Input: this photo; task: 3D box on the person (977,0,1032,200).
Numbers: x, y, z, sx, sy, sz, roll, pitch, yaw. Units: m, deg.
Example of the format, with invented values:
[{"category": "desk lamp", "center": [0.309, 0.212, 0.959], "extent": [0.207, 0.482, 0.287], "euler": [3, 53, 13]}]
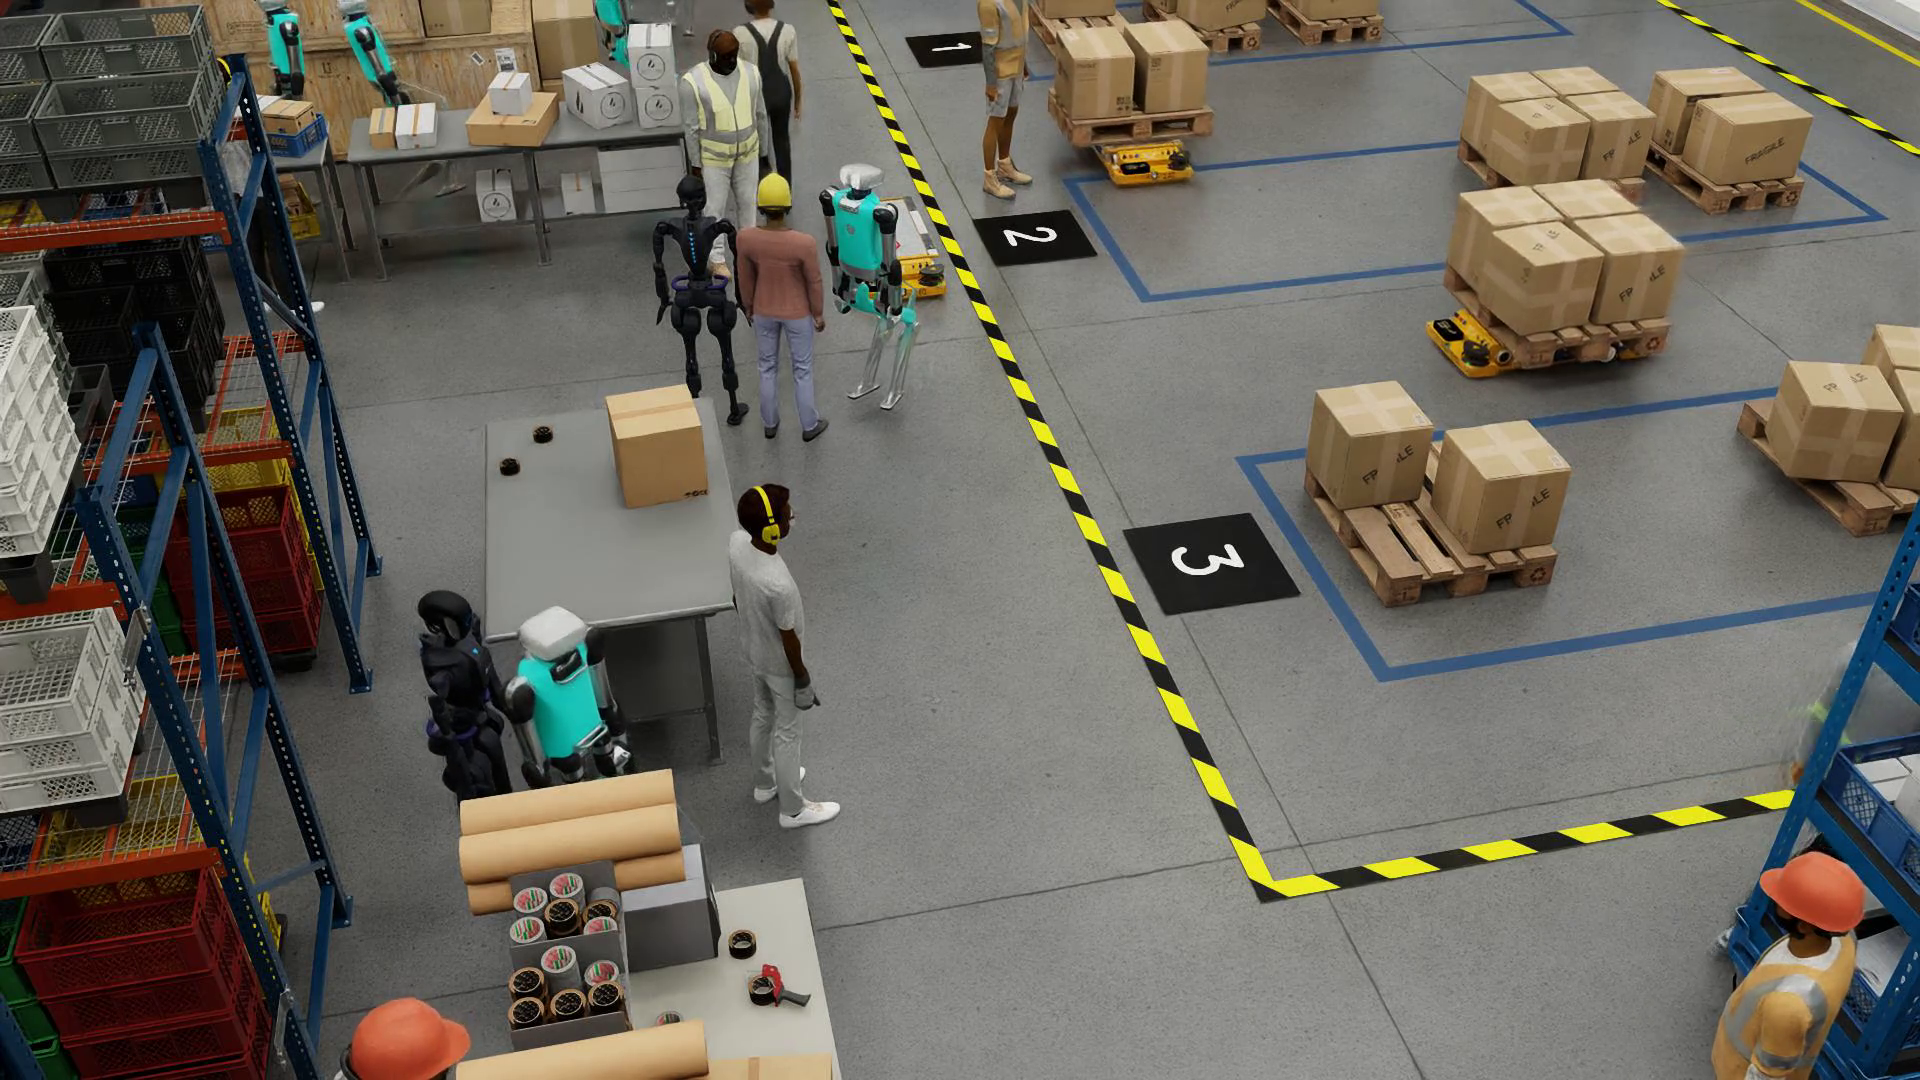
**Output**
[{"category": "person", "center": [0.377, -3.702, 13.043], "extent": [0.366, 2.045, 0.613], "euler": [18, 40, 23]}]

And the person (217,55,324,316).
[{"category": "person", "center": [-4.844, -2.410, 11.450], "extent": [0.514, 1.873, 0.328], "euler": [22, 42, 27]}]

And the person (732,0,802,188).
[{"category": "person", "center": [-1.475, -3.377, 12.786], "extent": [0.532, 1.827, 0.445], "euler": [-12, 38, -15]}]

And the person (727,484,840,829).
[{"category": "person", "center": [-0.814, 0.530, 7.500], "extent": [0.329, 1.872, 0.509], "euler": [-23, 42, -28]}]

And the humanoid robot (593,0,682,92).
[{"category": "humanoid robot", "center": [-2.600, -4.193, 13.979], "extent": [0.969, 1.774, 0.564], "euler": [-29, 46, -33]}]

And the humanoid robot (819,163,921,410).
[{"category": "humanoid robot", "center": [-0.473, -1.636, 10.409], "extent": [0.533, 1.677, 0.735], "euler": [22, 42, 26]}]

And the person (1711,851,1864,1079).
[{"category": "person", "center": [2.721, 1.794, 5.745], "extent": [0.370, 1.934, 0.550], "euler": [26, 44, 30]}]

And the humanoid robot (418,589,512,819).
[{"category": "humanoid robot", "center": [-2.082, 0.859, 7.217], "extent": [0.350, 1.652, 0.608], "euler": [2, 37, 3]}]

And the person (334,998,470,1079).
[{"category": "person", "center": [-1.593, 2.141, 5.195], "extent": [0.608, 2.040, 0.391], "euler": [24, 43, 28]}]

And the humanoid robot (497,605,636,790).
[{"category": "humanoid robot", "center": [-1.380, 1.123, 6.845], "extent": [0.788, 1.824, 0.554], "euler": [19, 41, 23]}]

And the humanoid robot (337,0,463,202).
[{"category": "humanoid robot", "center": [-4.219, -3.391, 12.875], "extent": [0.907, 1.739, 0.548], "euler": [-18, 40, -23]}]

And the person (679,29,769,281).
[{"category": "person", "center": [-1.656, -2.774, 11.976], "extent": [0.628, 1.835, 0.429], "euler": [-18, 40, -23]}]

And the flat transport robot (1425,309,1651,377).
[{"category": "flat transport robot", "center": [4.022, -1.441, 11.467], "extent": [1.431, 0.197, 0.652], "euler": [-8, 37, -10]}]

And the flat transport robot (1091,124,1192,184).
[{"category": "flat transport robot", "center": [1.437, -3.430, 14.140], "extent": [0.652, 0.197, 1.431], "euler": [-8, 37, -10]}]

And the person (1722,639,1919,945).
[{"category": "person", "center": [3.781, 0.994, 6.938], "extent": [1.004, 1.798, 0.597], "euler": [-10, 38, -13]}]

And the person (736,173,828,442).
[{"category": "person", "center": [-1.080, -1.404, 10.182], "extent": [0.532, 1.772, 0.295], "euler": [7, 37, 9]}]

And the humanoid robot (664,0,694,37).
[{"category": "humanoid robot", "center": [-2.769, -5.605, 15.896], "extent": [0.537, 1.771, 1.025], "euler": [-13, 39, -17]}]

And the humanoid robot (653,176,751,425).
[{"category": "humanoid robot", "center": [-1.611, -1.476, 10.349], "extent": [0.599, 1.653, 0.315], "euler": [-1, 37, -1]}]

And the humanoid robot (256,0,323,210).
[{"category": "humanoid robot", "center": [-5.250, -3.298, 12.700], "extent": [0.675, 1.736, 0.531], "euler": [-20, 41, -24]}]

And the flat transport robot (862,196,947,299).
[{"category": "flat transport robot", "center": [-0.570, -2.220, 12.538], "extent": [0.659, 0.231, 1.431], "euler": [-8, 37, -10]}]
